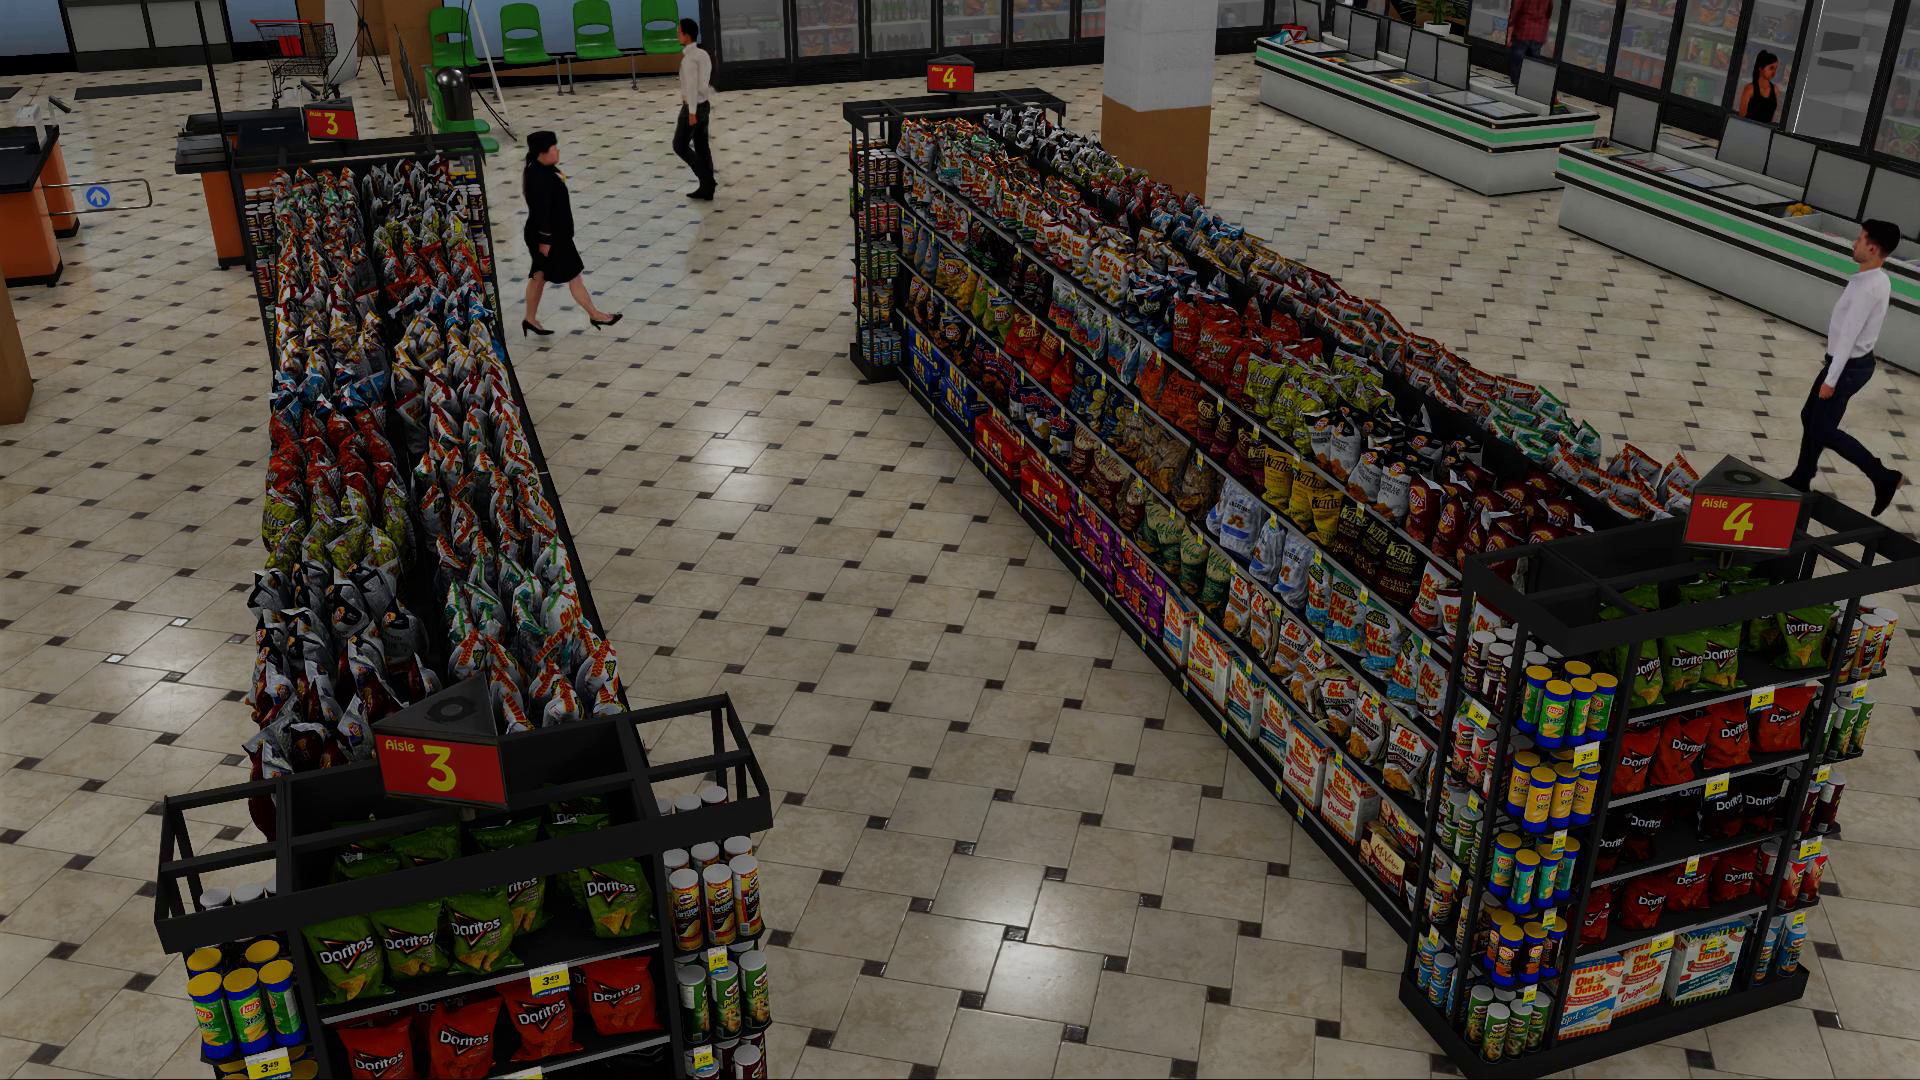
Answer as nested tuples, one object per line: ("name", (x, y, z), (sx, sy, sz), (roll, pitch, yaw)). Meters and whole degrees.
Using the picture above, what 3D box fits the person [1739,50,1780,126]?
("person", (7.591, -3.899, 16.110), (0.598, 1.656, 0.738), (-8, 28, -16))

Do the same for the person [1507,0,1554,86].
("person", (7.063, -6.231, 20.530), (0.795, 1.817, 0.928), (-4, 27, -8))

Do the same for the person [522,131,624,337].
("person", (-3.316, -2.357, 13.089), (0.864, 1.639, 1.004), (-6, 27, -11))

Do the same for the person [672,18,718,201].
("person", (-2.582, -4.319, 16.775), (0.855, 1.804, 0.746), (3, 27, 6))

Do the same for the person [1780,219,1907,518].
("person", (5.532, -1.016, 10.223), (1.141, 1.839, 0.996), (18, 32, 31))
